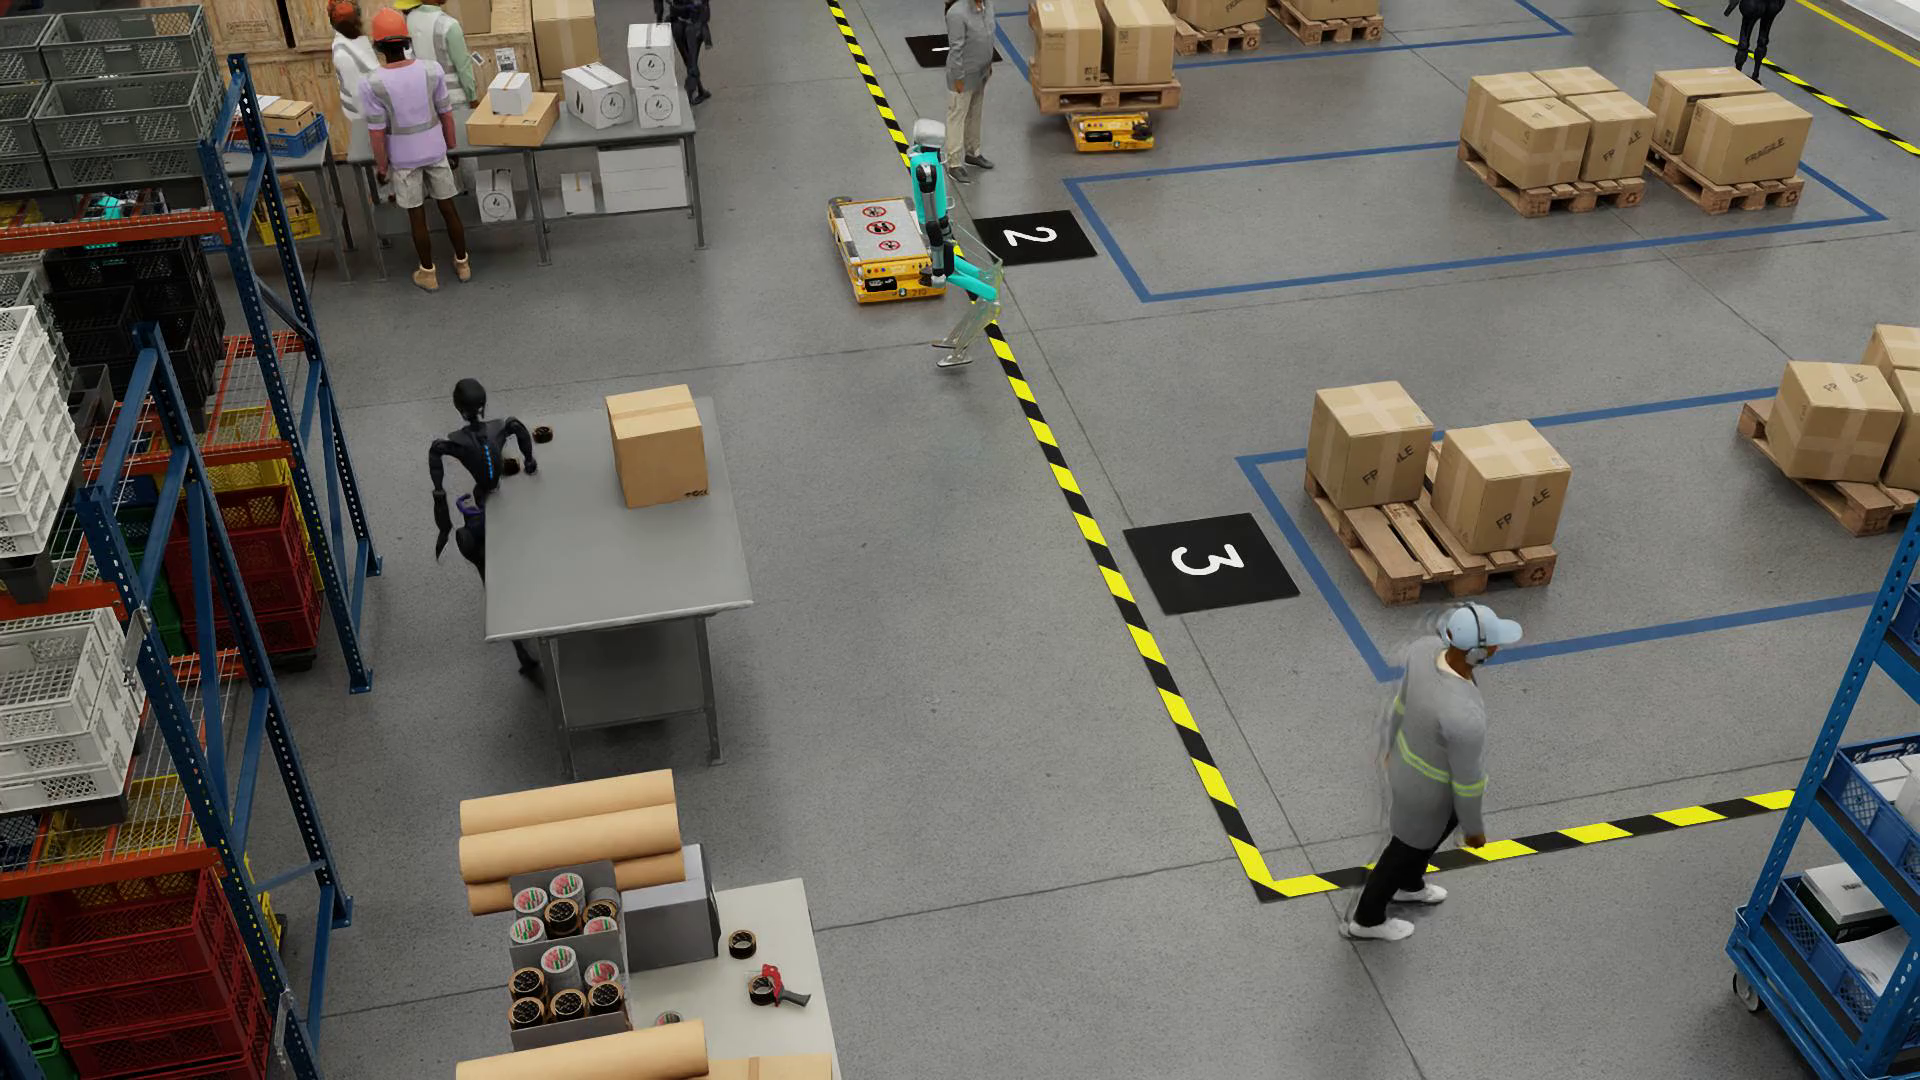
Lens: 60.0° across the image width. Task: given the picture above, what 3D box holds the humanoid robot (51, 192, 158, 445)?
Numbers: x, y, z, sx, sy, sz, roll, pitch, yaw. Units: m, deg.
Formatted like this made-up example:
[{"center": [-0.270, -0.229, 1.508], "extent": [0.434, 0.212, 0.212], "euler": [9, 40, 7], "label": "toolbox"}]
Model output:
[{"center": [-5.084, -1.314, 10.007], "extent": [0.530, 1.689, 0.740], "euler": [-5, 37, -6], "label": "humanoid robot"}]

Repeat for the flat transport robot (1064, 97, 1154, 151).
[{"center": [1.254, -3.812, 14.653], "extent": [0.652, 0.197, 1.431], "euler": [-4, 37, -5], "label": "flat transport robot"}]

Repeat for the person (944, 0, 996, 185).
[{"center": [0.082, -3.778, 13.379], "extent": [0.405, 1.761, 0.563], "euler": [21, 42, 26], "label": "person"}]

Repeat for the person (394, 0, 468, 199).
[{"center": [-4.072, -3.458, 12.897], "extent": [0.596, 1.822, 0.403], "euler": [7, 37, 9], "label": "person"}]

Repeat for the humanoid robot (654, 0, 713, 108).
[{"center": [-2.423, -4.505, 14.447], "extent": [0.602, 1.630, 0.749], "euler": [18, 40, 22], "label": "humanoid robot"}]

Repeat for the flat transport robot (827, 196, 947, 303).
[{"center": [-0.570, -2.220, 12.538], "extent": [0.659, 0.231, 1.431], "euler": [-8, 37, -10], "label": "flat transport robot"}]

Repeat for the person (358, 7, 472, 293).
[{"center": [-3.842, -2.728, 11.735], "extent": [0.604, 2.045, 0.375], "euler": [-22, 42, -27], "label": "person"}]

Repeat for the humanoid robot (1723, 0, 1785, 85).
[{"center": [7.205, -4.903, 14.951], "extent": [0.599, 1.657, 0.315], "euler": [-13, 39, -17], "label": "humanoid robot"}]

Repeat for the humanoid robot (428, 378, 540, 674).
[{"center": [-2.394, -0.079, 8.531], "extent": [0.602, 1.654, 0.763], "euler": [-21, 42, -26], "label": "humanoid robot"}]

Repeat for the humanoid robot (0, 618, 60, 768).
[{"center": [-4.377, 0.448, 7.608], "extent": [0.735, 1.677, 0.533], "euler": [-3, 37, -3], "label": "humanoid robot"}]

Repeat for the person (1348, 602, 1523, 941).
[{"center": [2.005, 1.001, 6.891], "extent": [0.643, 1.834, 0.585], "euler": [-1, 37, -2], "label": "person"}]

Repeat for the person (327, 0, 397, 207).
[{"center": [-4.457, -3.232, 12.576], "extent": [0.376, 1.853, 0.688], "euler": [-2, 37, -3], "label": "person"}]

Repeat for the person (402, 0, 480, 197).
[{"center": [-3.929, -3.442, 12.780], "extent": [0.602, 1.940, 0.398], "euler": [21, 41, 25], "label": "person"}]

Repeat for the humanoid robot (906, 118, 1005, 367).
[{"center": [0.032, -1.916, 10.783], "extent": [0.735, 1.681, 0.533], "euler": [-2, 37, -2], "label": "humanoid robot"}]
